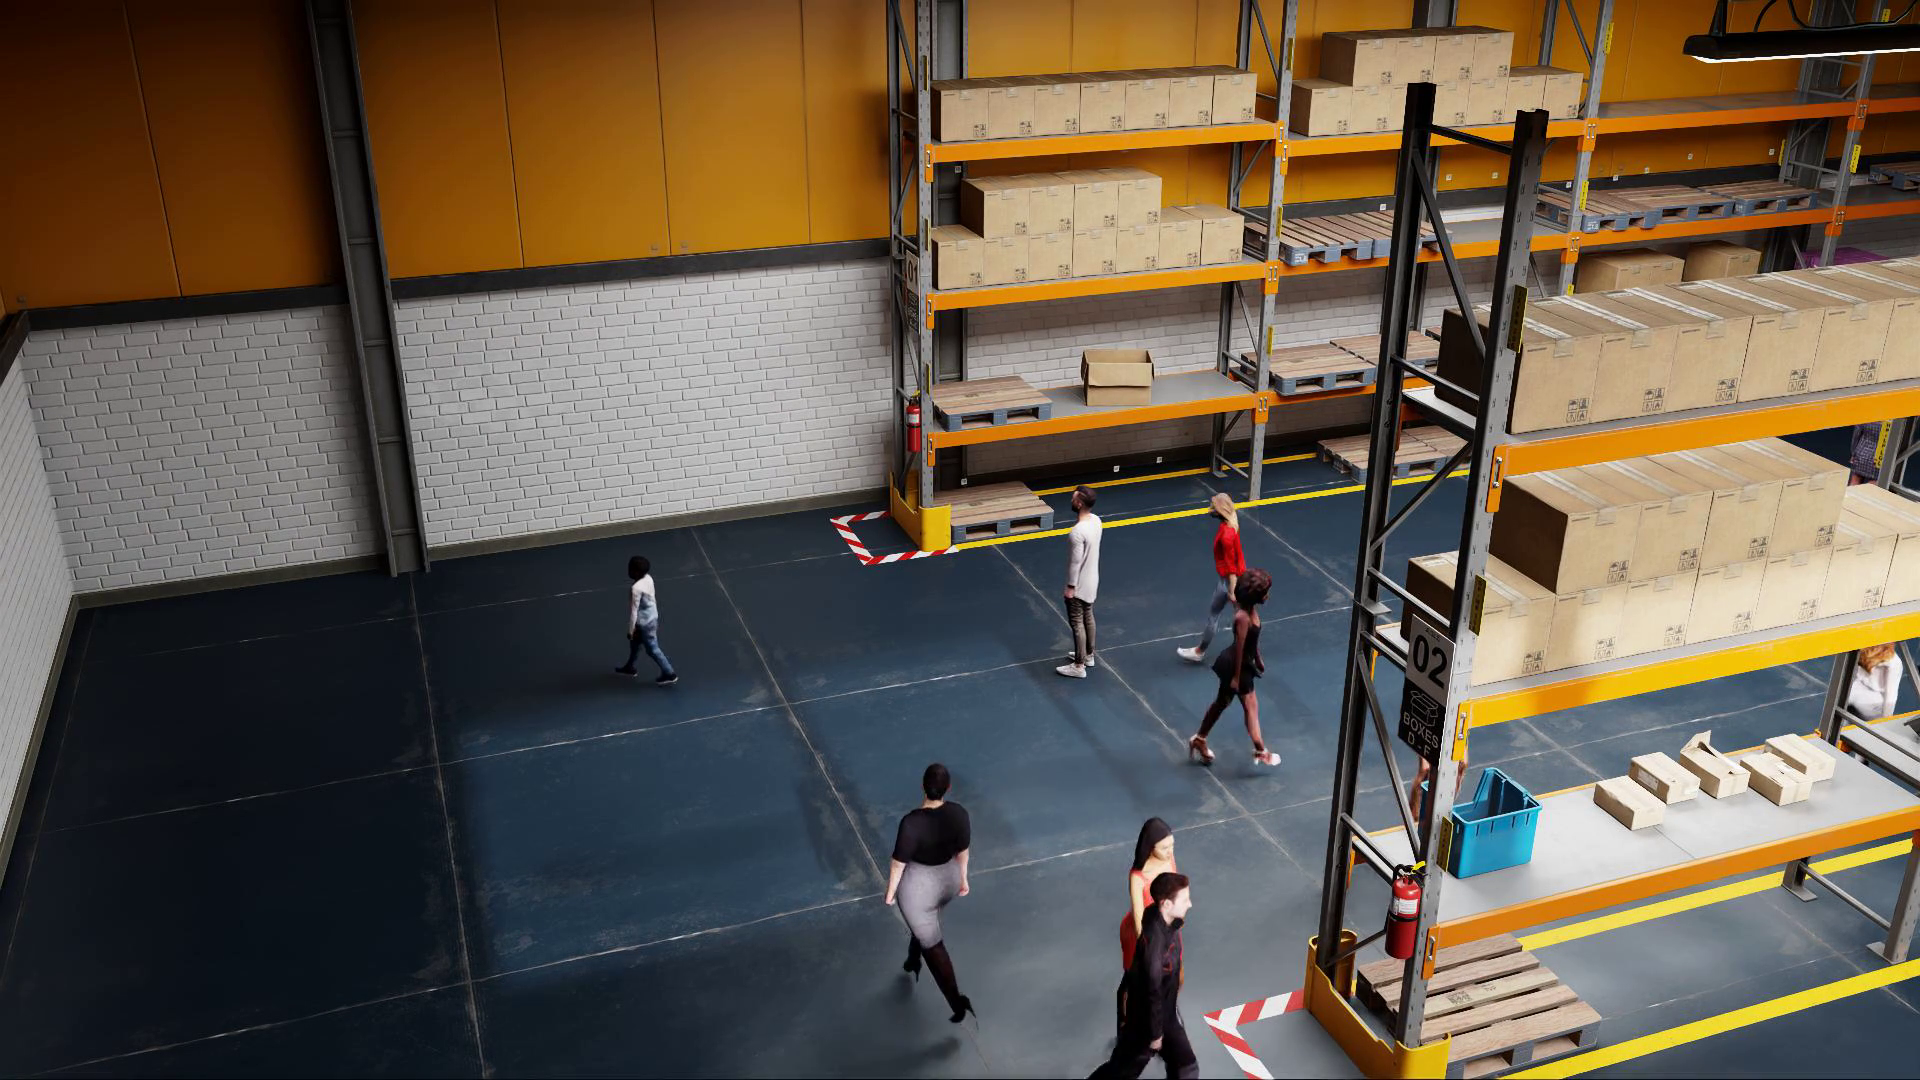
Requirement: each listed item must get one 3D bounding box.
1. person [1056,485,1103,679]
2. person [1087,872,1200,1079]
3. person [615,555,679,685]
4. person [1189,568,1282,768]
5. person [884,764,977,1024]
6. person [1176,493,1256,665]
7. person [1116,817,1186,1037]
[{"bbox_3d":[1.097,0.356,15.077,0.800,1.840,0.734,11,26,24],"label":"person"},{"bbox_3d":[1.020,2.740,9.595,1.345,1.862,1.172,7,25,16],"label":"person"},{"bbox_3d":[-2.795,0.738,14.957,0.928,1.237,0.780,6,24,13],"label":"person"},{"bbox_3d":[2.179,1.067,13.576,1.068,1.740,0.879,5,24,11],"label":"person"},{"bbox_3d":[-0.137,2.318,10.749,1.092,1.712,0.922,-16,28,-32],"label":"person"},{"bbox_3d":[2.524,0.394,15.208,1.078,1.665,0.953,7,25,16],"label":"person"},{"bbox_3d":[1.108,2.456,10.446,0.763,1.701,0.802,-22,32,-40],"label":"person"}]
